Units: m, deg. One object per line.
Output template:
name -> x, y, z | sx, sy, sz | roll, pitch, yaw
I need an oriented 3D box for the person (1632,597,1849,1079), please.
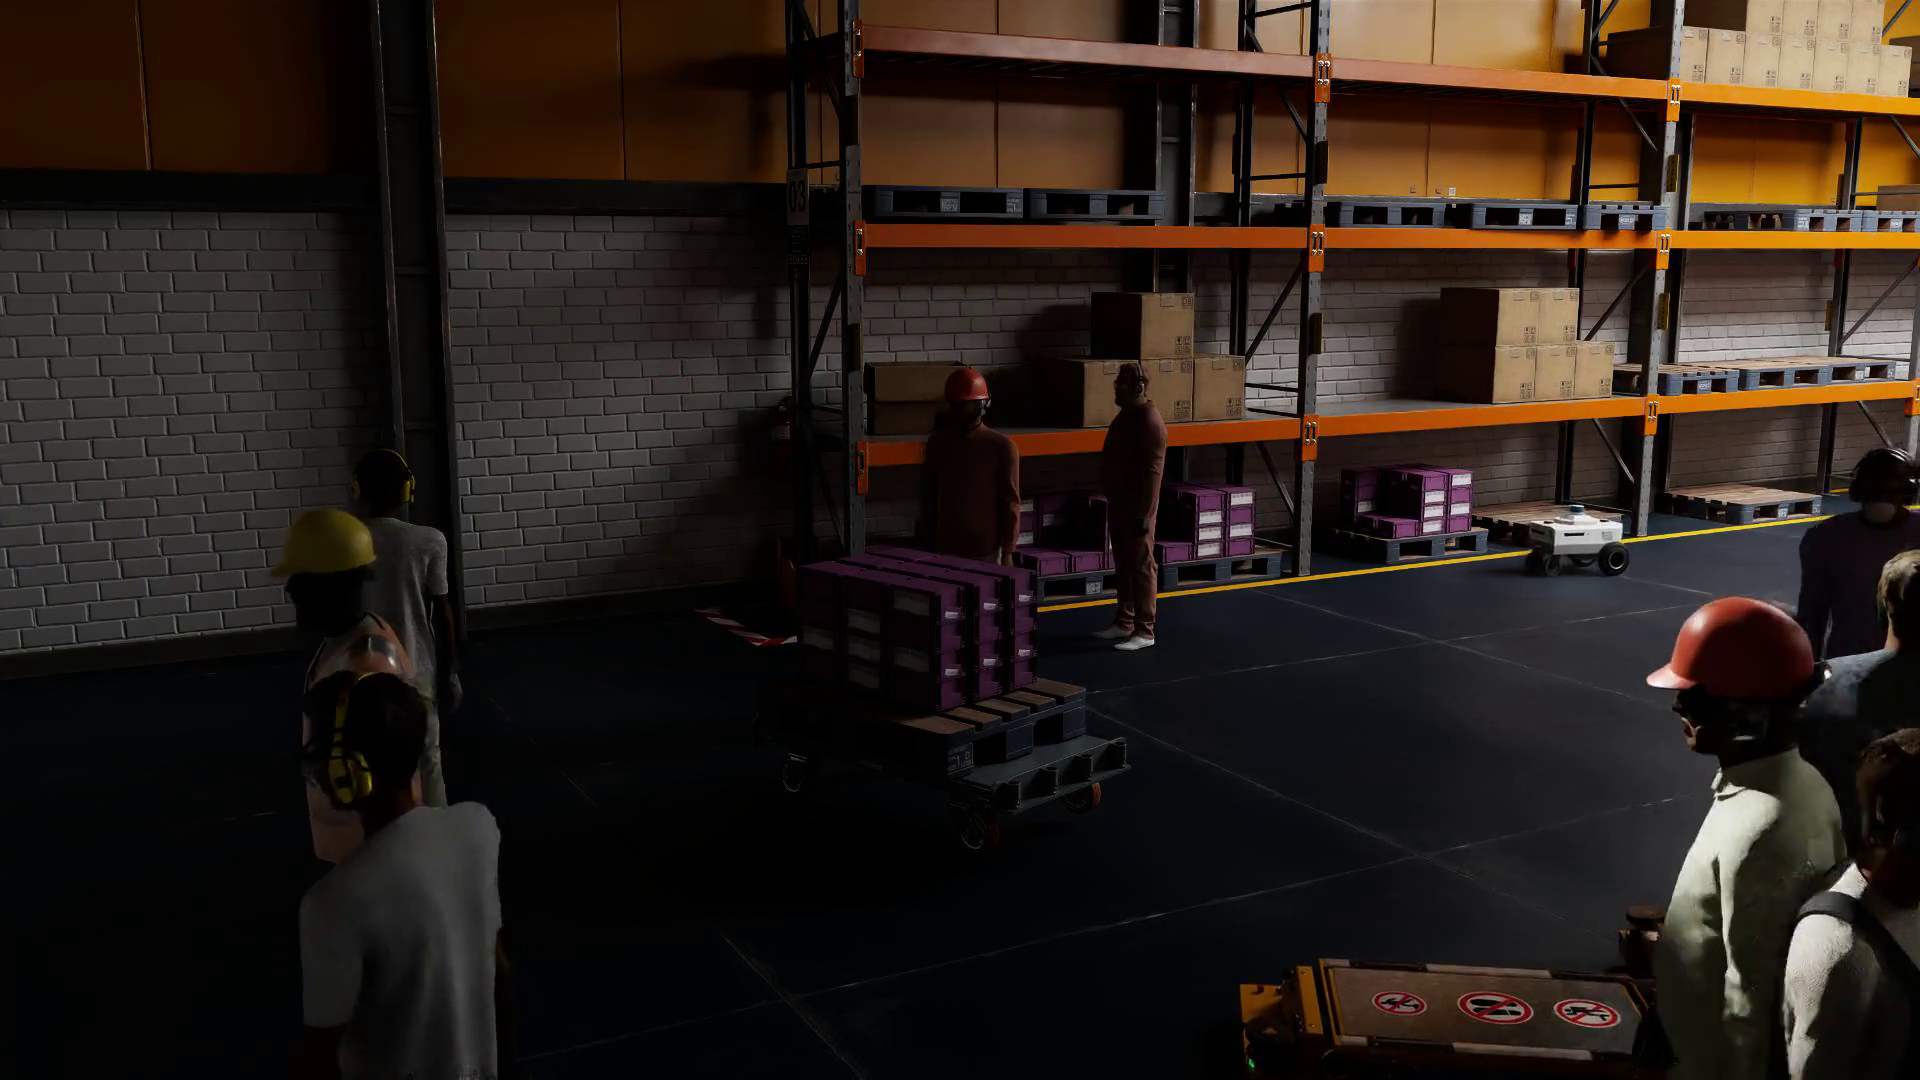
person -> 1.476, 1.074, 3.482 | 0.939, 1.951, 0.627 | 7, 12, 34

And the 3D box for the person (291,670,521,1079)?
person -> -1.169, 1.156, 3.310 | 0.535, 1.854, 0.571 | 4, 10, 20

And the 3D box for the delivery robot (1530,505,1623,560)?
delivery robot -> 5.071, -0.047, 13.702 | 0.707, 0.478, 0.477 | -2, 10, -13

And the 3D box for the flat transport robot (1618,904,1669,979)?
flat transport robot -> 2.695, 1.572, 5.484 | 0.652, 0.197, 1.431 | 1, 10, 8

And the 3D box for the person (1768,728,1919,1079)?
person -> 1.601, 1.213, 3.125 | 0.803, 1.816, 0.520 | 8, 12, 37

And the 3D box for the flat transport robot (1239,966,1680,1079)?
flat transport robot -> 1.635, 1.594, 5.358 | 1.431, 0.197, 0.652 | 1, 10, 8

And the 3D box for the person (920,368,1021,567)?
person -> 0.041, 0.027, 9.421 | 0.621, 1.994, 0.381 | 5, 11, 28

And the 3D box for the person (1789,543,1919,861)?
person -> 2.342, 0.967, 4.178 | 0.629, 1.937, 0.377 | 6, 12, 33

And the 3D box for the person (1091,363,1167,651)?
person -> 1.125, -0.225, 11.112 | 0.408, 1.913, 0.641 | -3, 10, -16

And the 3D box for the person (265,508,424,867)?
person -> -1.755, 0.859, 4.827 | 0.382, 1.924, 0.594 | -5, 11, -26

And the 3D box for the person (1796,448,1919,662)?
person -> 3.760, 0.545, 6.800 | 0.663, 1.893, 1.032 | 7, 12, 35

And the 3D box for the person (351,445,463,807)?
person -> -2.299, 0.546, 6.791 | 0.511, 1.872, 0.328 | -2, 10, -11

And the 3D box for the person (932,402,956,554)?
person -> 0.017, -0.147, 11.208 | 0.681, 1.725, 0.496 | -8, 12, -37
